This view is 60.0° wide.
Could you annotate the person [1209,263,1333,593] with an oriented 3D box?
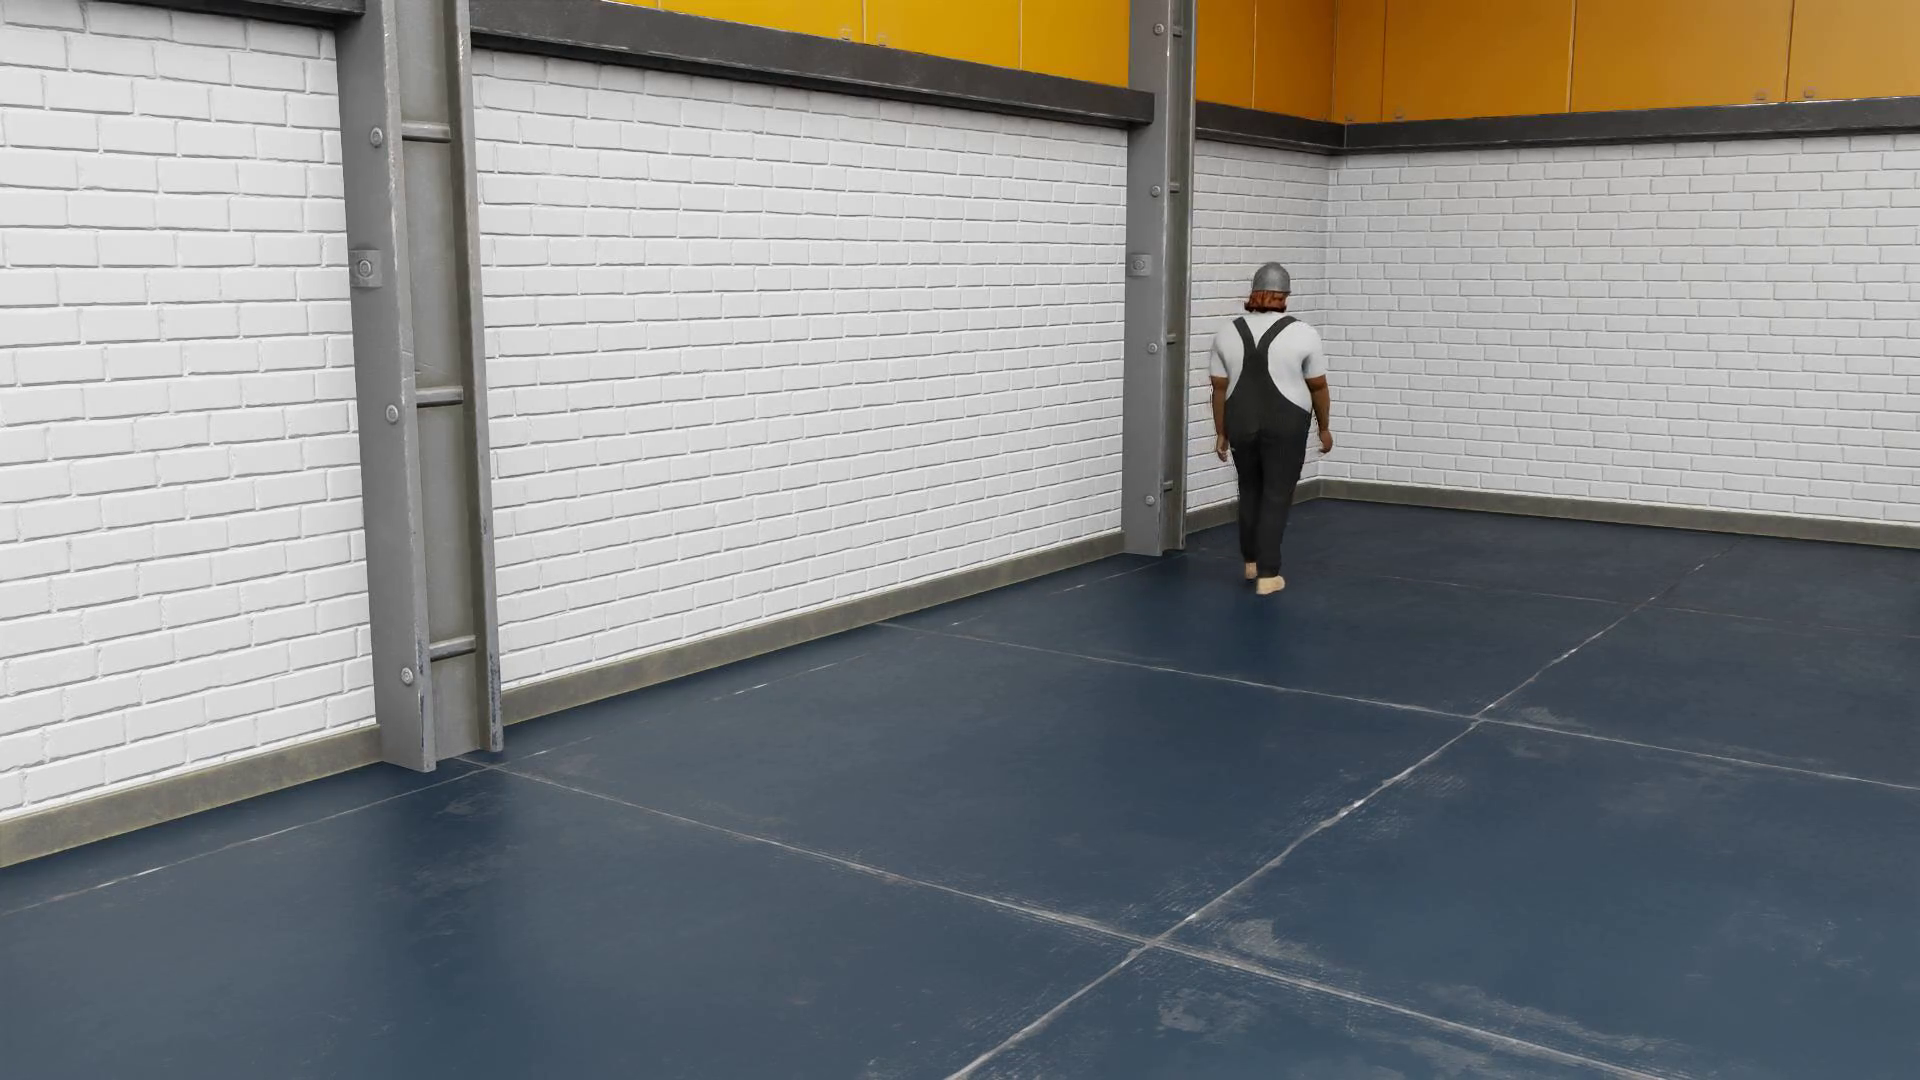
[{"bbox_3d":[1.979,-0.722,10.340,0.694,2.000,0.819,6,11,32],"label":"person"}]
